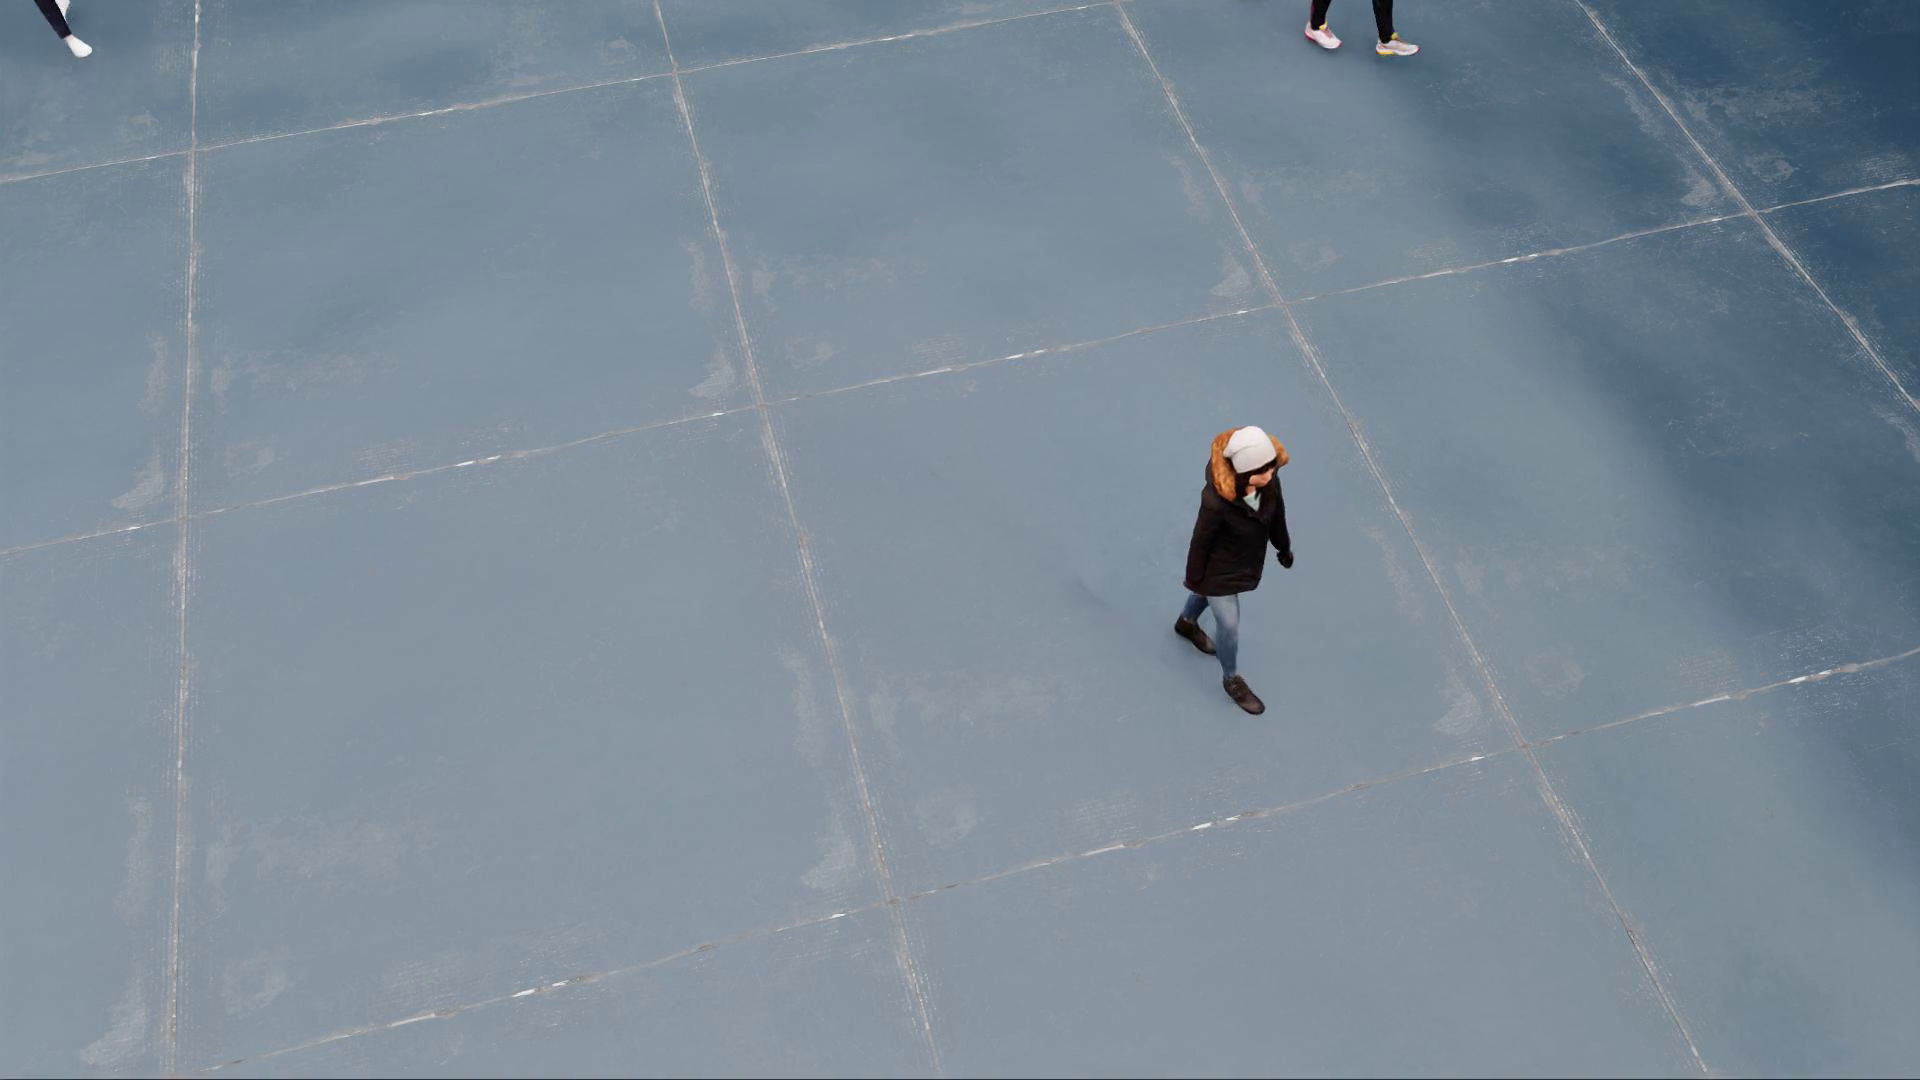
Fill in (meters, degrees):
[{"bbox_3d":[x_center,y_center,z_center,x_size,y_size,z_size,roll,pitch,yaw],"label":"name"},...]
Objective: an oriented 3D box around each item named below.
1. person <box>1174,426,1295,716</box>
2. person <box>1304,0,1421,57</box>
[{"bbox_3d":[1.131,0.019,7.362,0.979,1.614,0.865,36,60,24],"label":"person"},{"bbox_3d":[2.417,-3.801,10.242,1.094,1.739,0.968,34,59,23],"label":"person"}]
